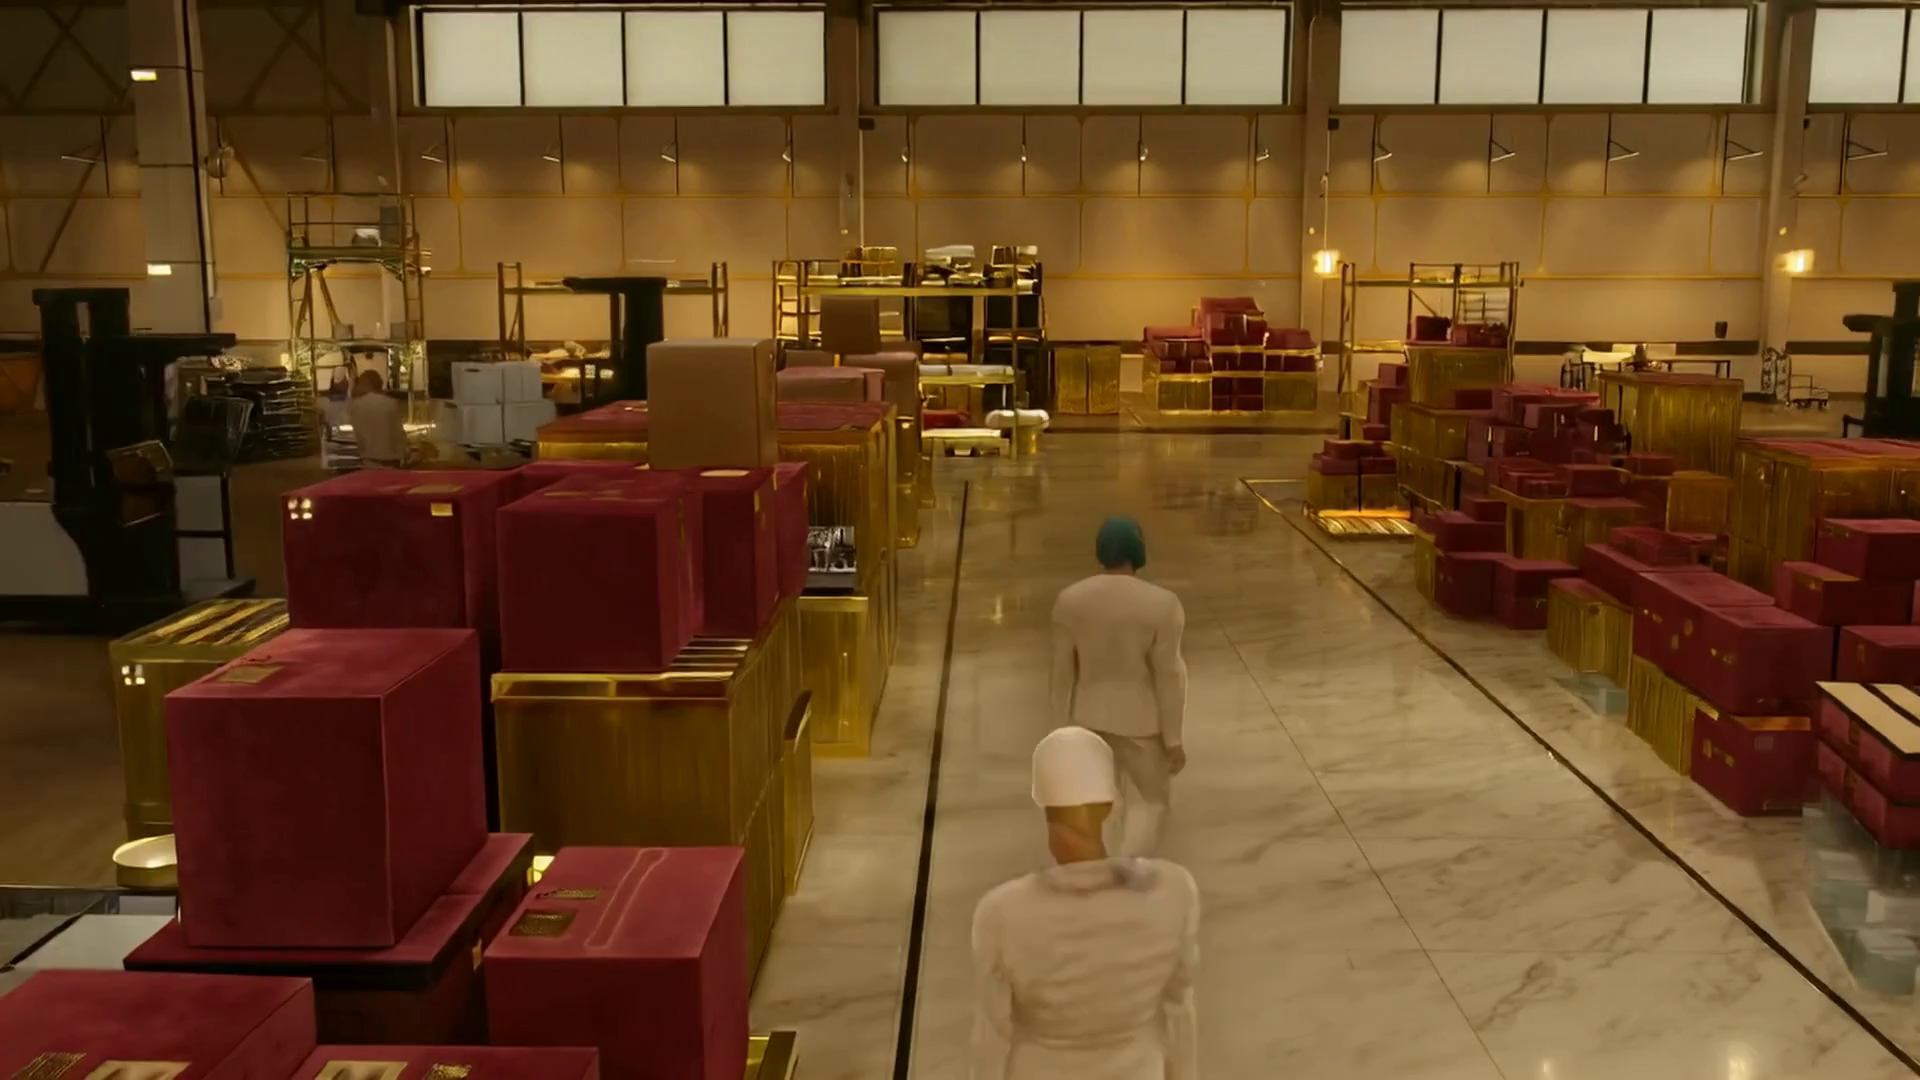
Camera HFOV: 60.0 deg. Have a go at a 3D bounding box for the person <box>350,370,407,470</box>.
[{"bbox_3d":[-6.153,-0.856,17.724,0.676,1.906,0.416,4,10,25],"label":"person"}]

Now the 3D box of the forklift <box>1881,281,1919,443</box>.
[{"bbox_3d":[10.667,-1.436,18.237,1.129,2.768,1.873,0,9,1],"label":"forklift"}]

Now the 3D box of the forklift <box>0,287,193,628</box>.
[{"bbox_3d":[-7.256,-0.719,13.944,1.873,2.768,1.129,0,9,1],"label":"forklift"}]

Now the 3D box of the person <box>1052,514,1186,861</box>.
[{"bbox_3d":[0.727,0.839,7.462,0.662,1.925,0.430,6,11,30],"label":"person"}]

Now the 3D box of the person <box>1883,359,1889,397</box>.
[{"bbox_3d":[14.545,-2.195,25.693,0.535,1.907,0.592,4,10,24],"label":"person"}]

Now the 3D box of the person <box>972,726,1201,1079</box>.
[{"bbox_3d":[0.329,1.416,4.099,0.596,1.900,0.797,-1,10,-8],"label":"person"}]

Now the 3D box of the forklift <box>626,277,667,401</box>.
[{"bbox_3d":[-4.452,-2.356,23.746,1.873,2.768,1.129,-4,10,-25],"label":"forklift"}]
